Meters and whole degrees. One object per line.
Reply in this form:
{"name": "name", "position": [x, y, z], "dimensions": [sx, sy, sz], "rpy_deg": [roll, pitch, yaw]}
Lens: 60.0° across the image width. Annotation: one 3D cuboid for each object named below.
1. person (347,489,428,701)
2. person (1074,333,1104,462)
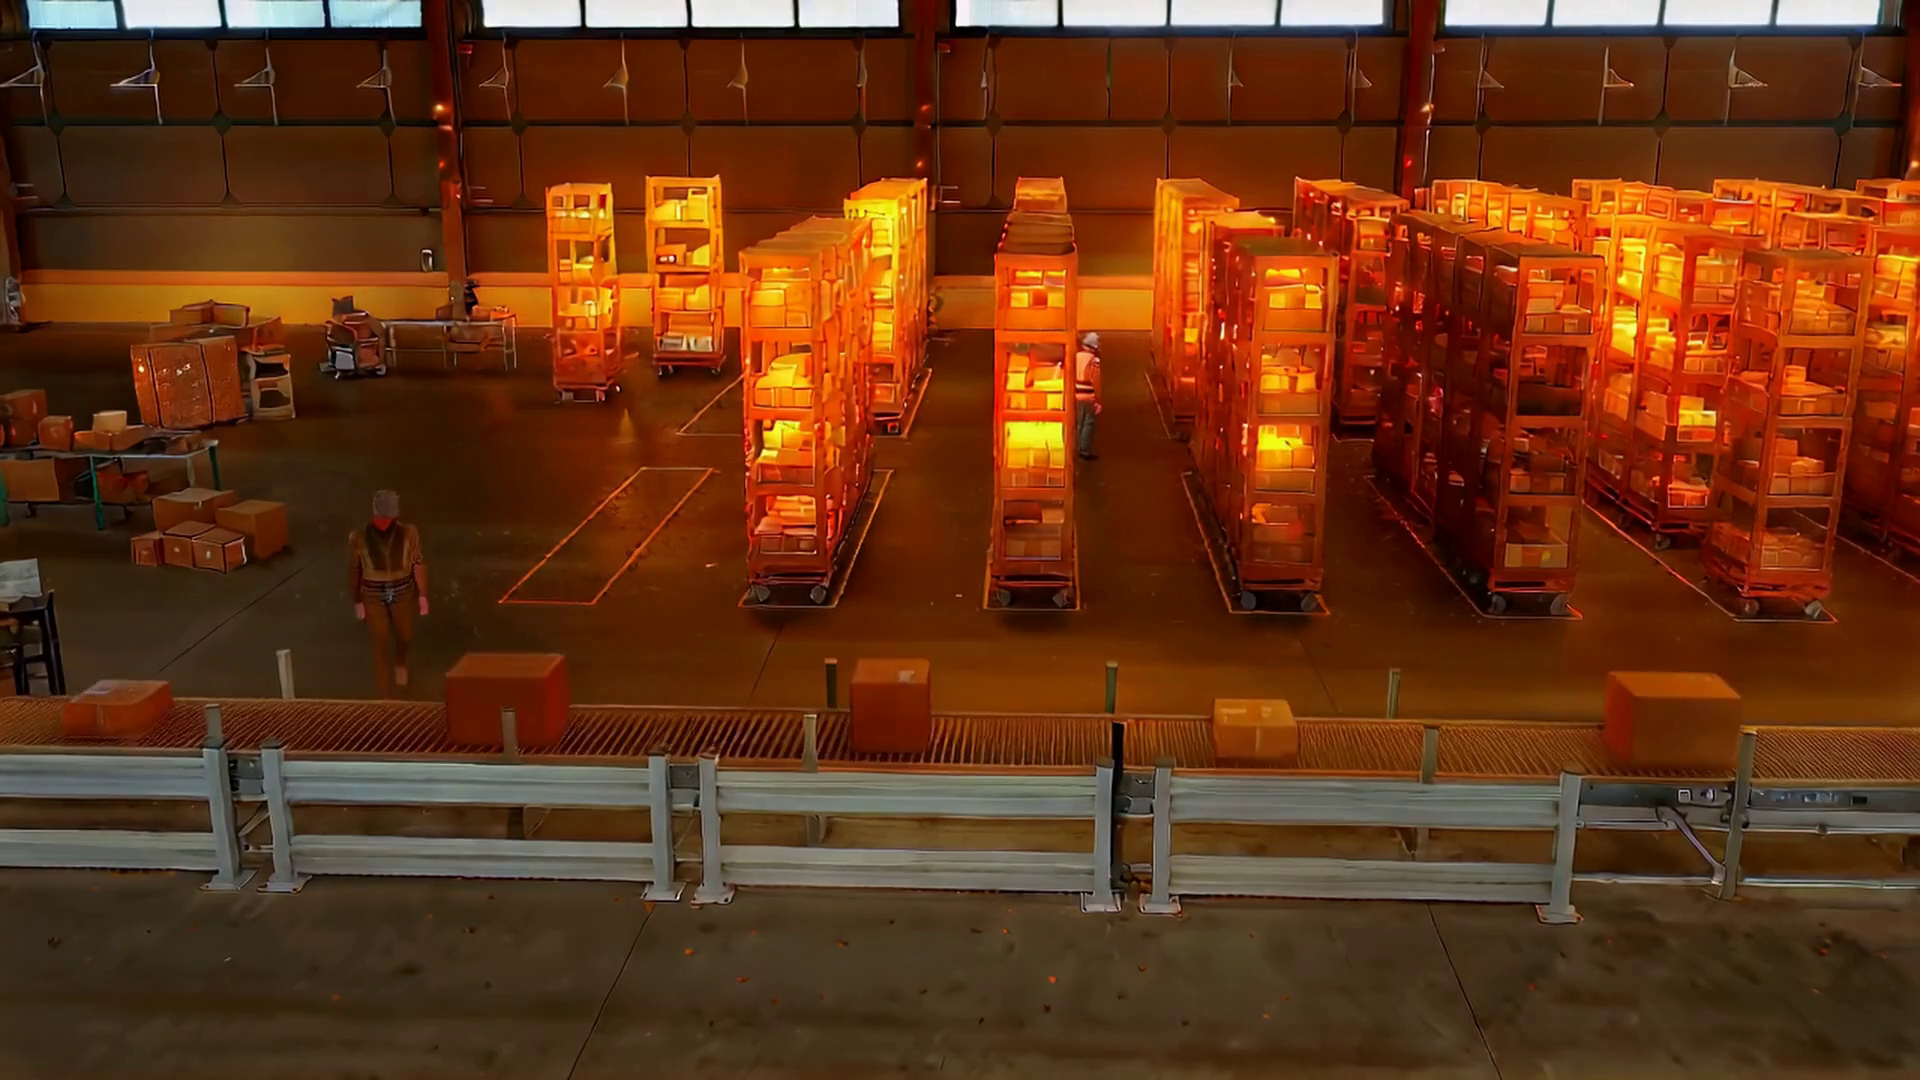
{"name": "person", "position": [-4.924, 0.453, 14.269], "dimensions": [0.622, 1.903, 0.831], "rpy_deg": [-9, 18, -30]}
{"name": "person", "position": [1.832, -2.035, 23.665], "dimensions": [0.416, 1.821, 0.608], "rpy_deg": [-8, 17, -27]}
